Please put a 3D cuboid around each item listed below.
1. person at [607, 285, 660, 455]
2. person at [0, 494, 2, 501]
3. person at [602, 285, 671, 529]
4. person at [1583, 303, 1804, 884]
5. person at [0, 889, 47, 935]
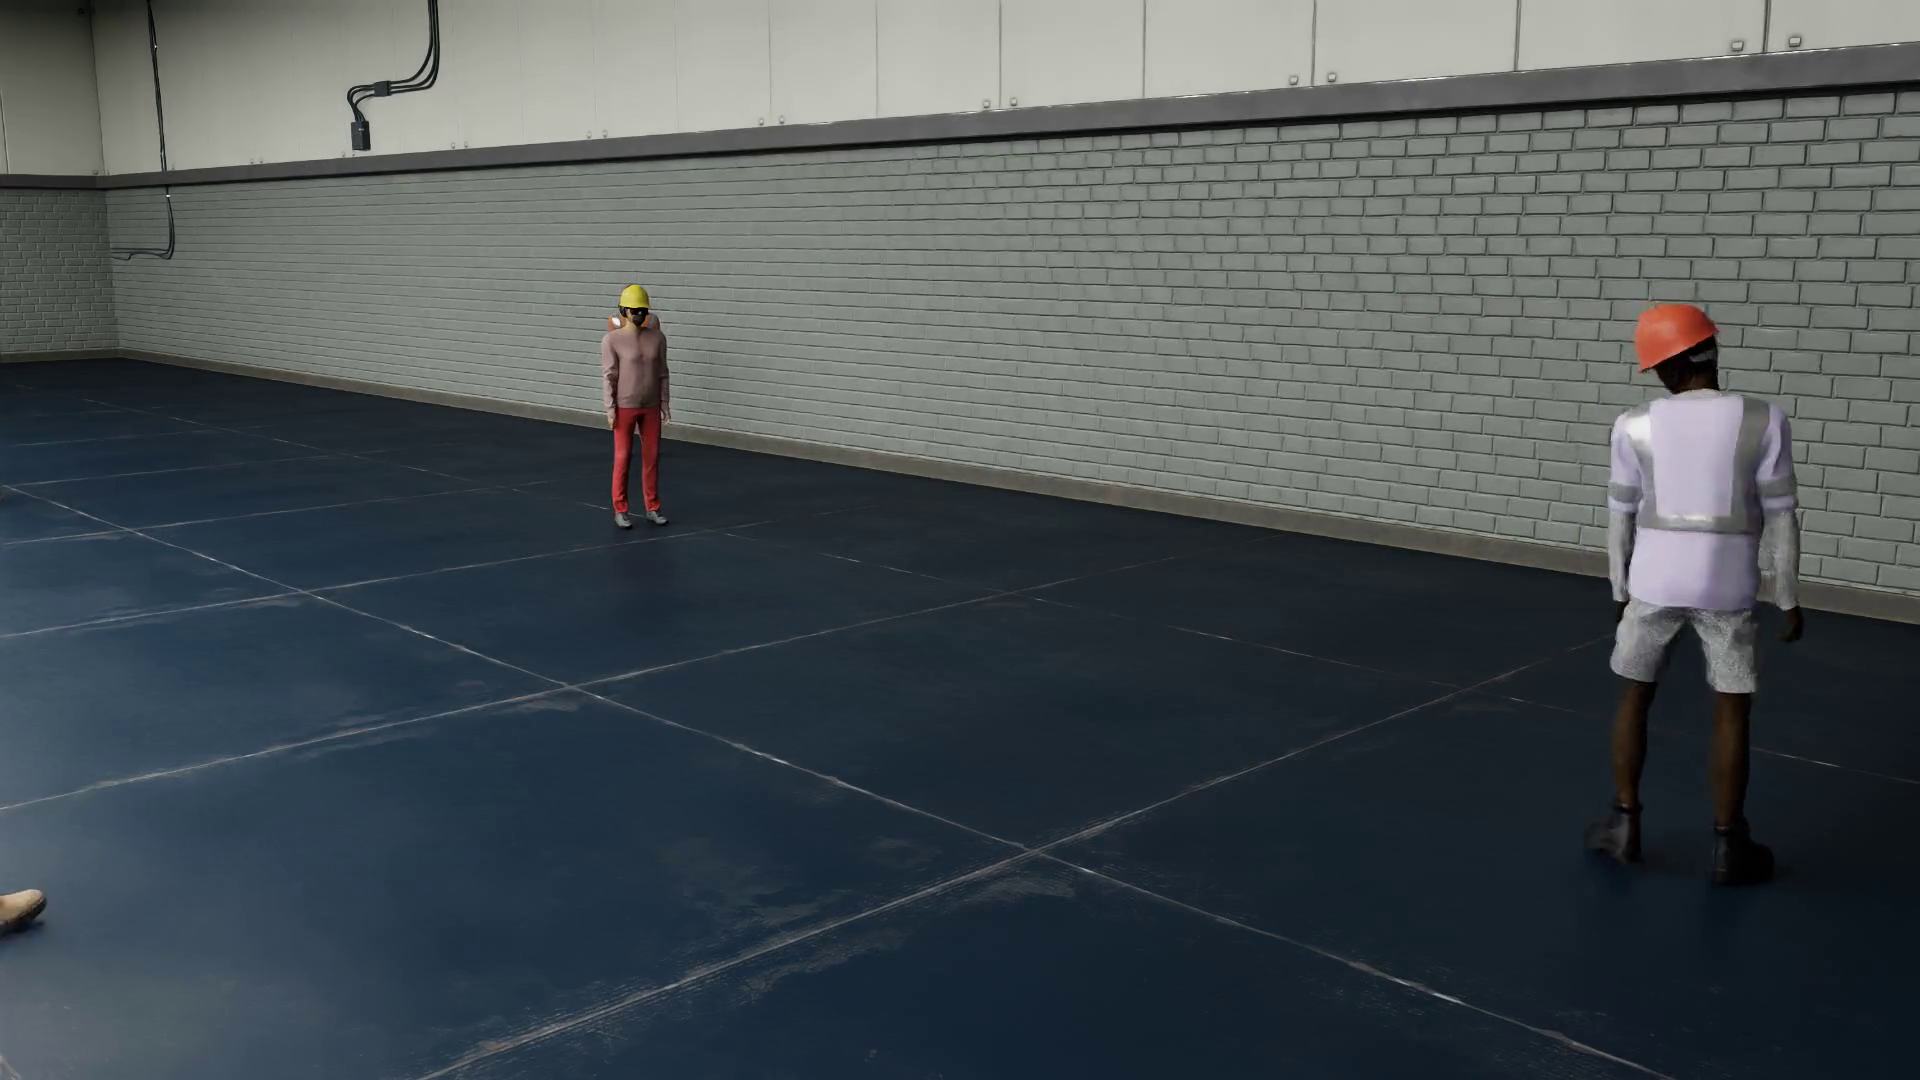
[{"bbox_3d":[-3.106,-1.614,15.920,0.517,1.639,0.313,-3,11,-17],"label":"person"},{"bbox_3d":[-7.900,-1.268,13.074,0.623,1.989,0.400,6,12,29],"label":"person"},{"bbox_3d":[-2.338,-0.968,12.084,0.517,1.757,0.337,-9,13,-39],"label":"person"},{"bbox_3d":[2.444,0.173,5.508,0.627,1.892,0.390,7,12,32],"label":"person"},{"bbox_3d":[-3.325,0.274,4.703,1.061,1.993,0.620,-9,13,-39],"label":"person"}]
